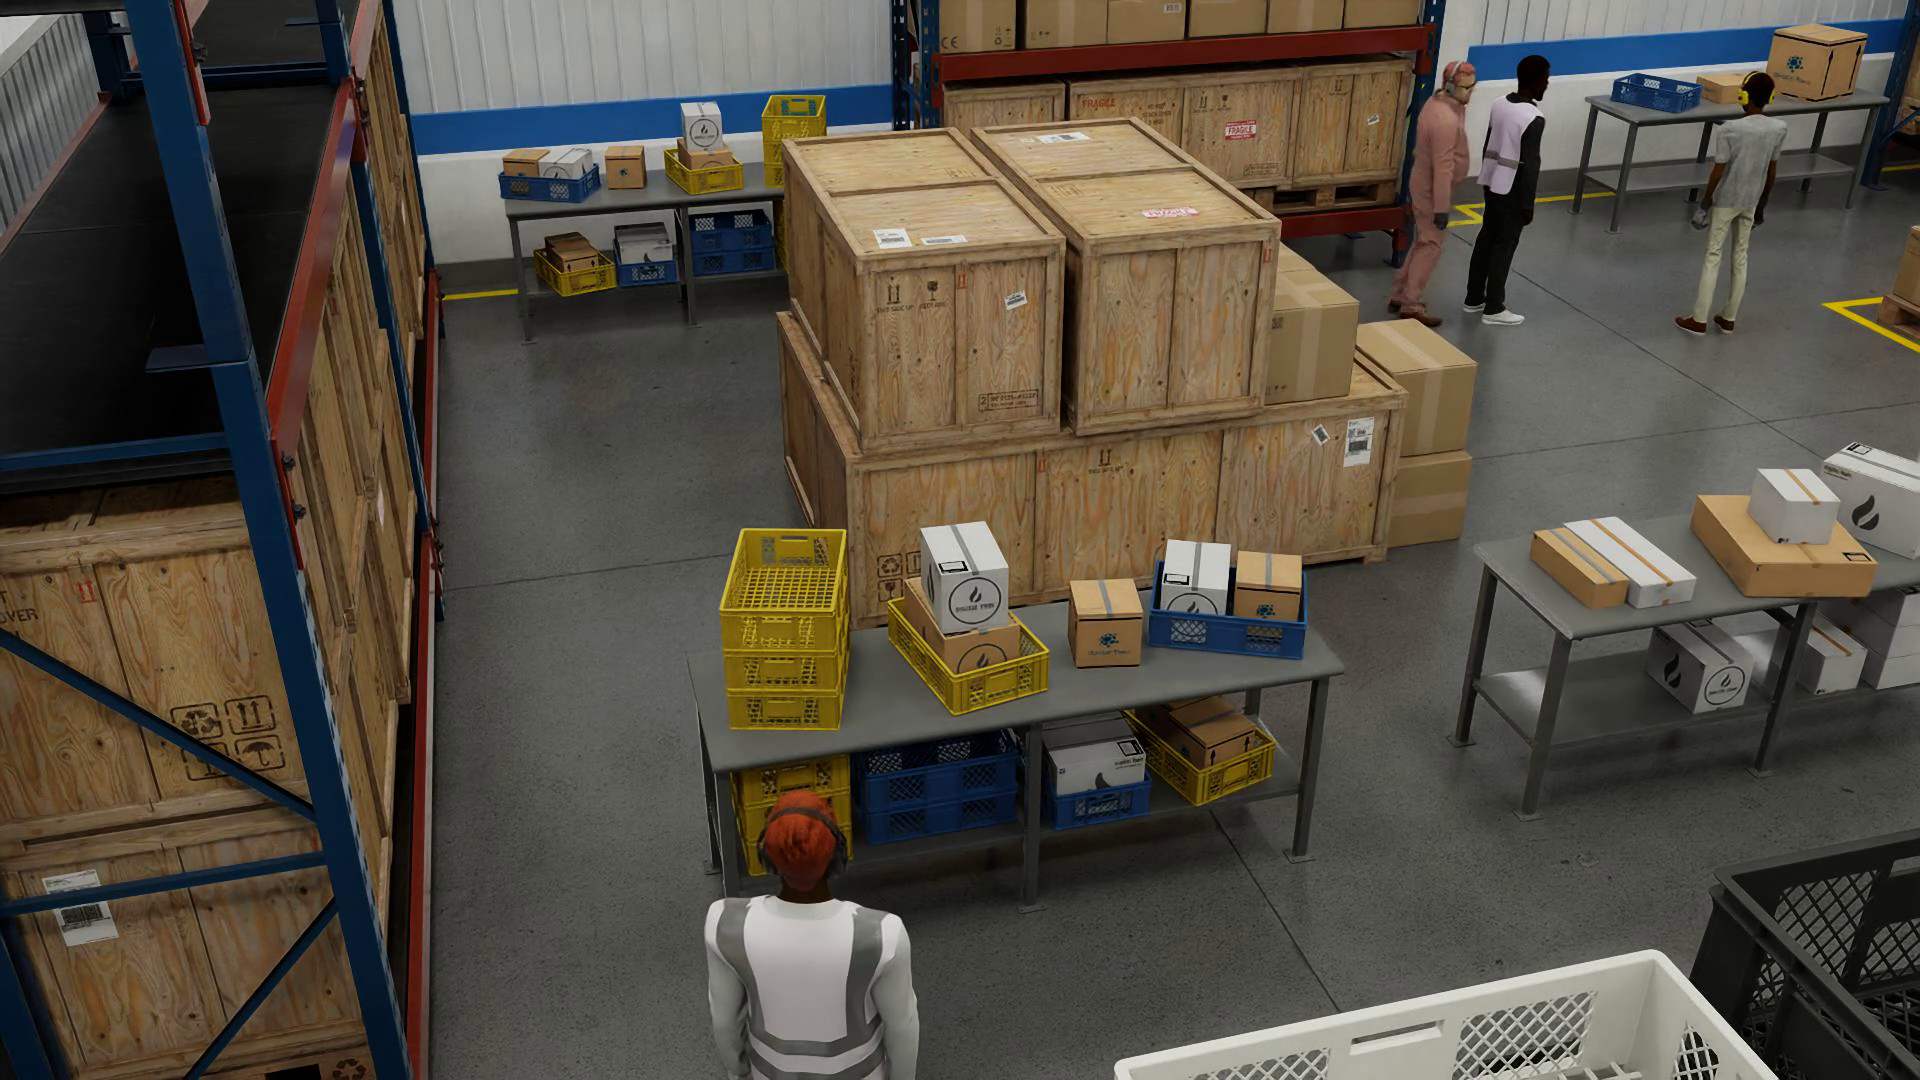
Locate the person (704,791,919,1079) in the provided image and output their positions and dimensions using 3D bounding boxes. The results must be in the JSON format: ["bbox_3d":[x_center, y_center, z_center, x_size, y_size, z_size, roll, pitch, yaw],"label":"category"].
[{"bbox_3d":[-0.397,1.499,4.708,0.575,1.885,0.355,2,29,4],"label":"person"}]

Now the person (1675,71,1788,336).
[{"bbox_3d":[5.448,-2.356,11.727,0.510,1.865,0.329,-3,29,-5],"label":"person"}]

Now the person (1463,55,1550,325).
[{"bbox_3d":[3.931,-2.510,11.948,0.374,1.917,0.596,-7,30,-13],"label":"person"}]

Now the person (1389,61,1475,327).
[{"bbox_3d":[3.415,-2.491,11.948,0.416,1.889,0.677,4,29,8],"label":"person"}]
